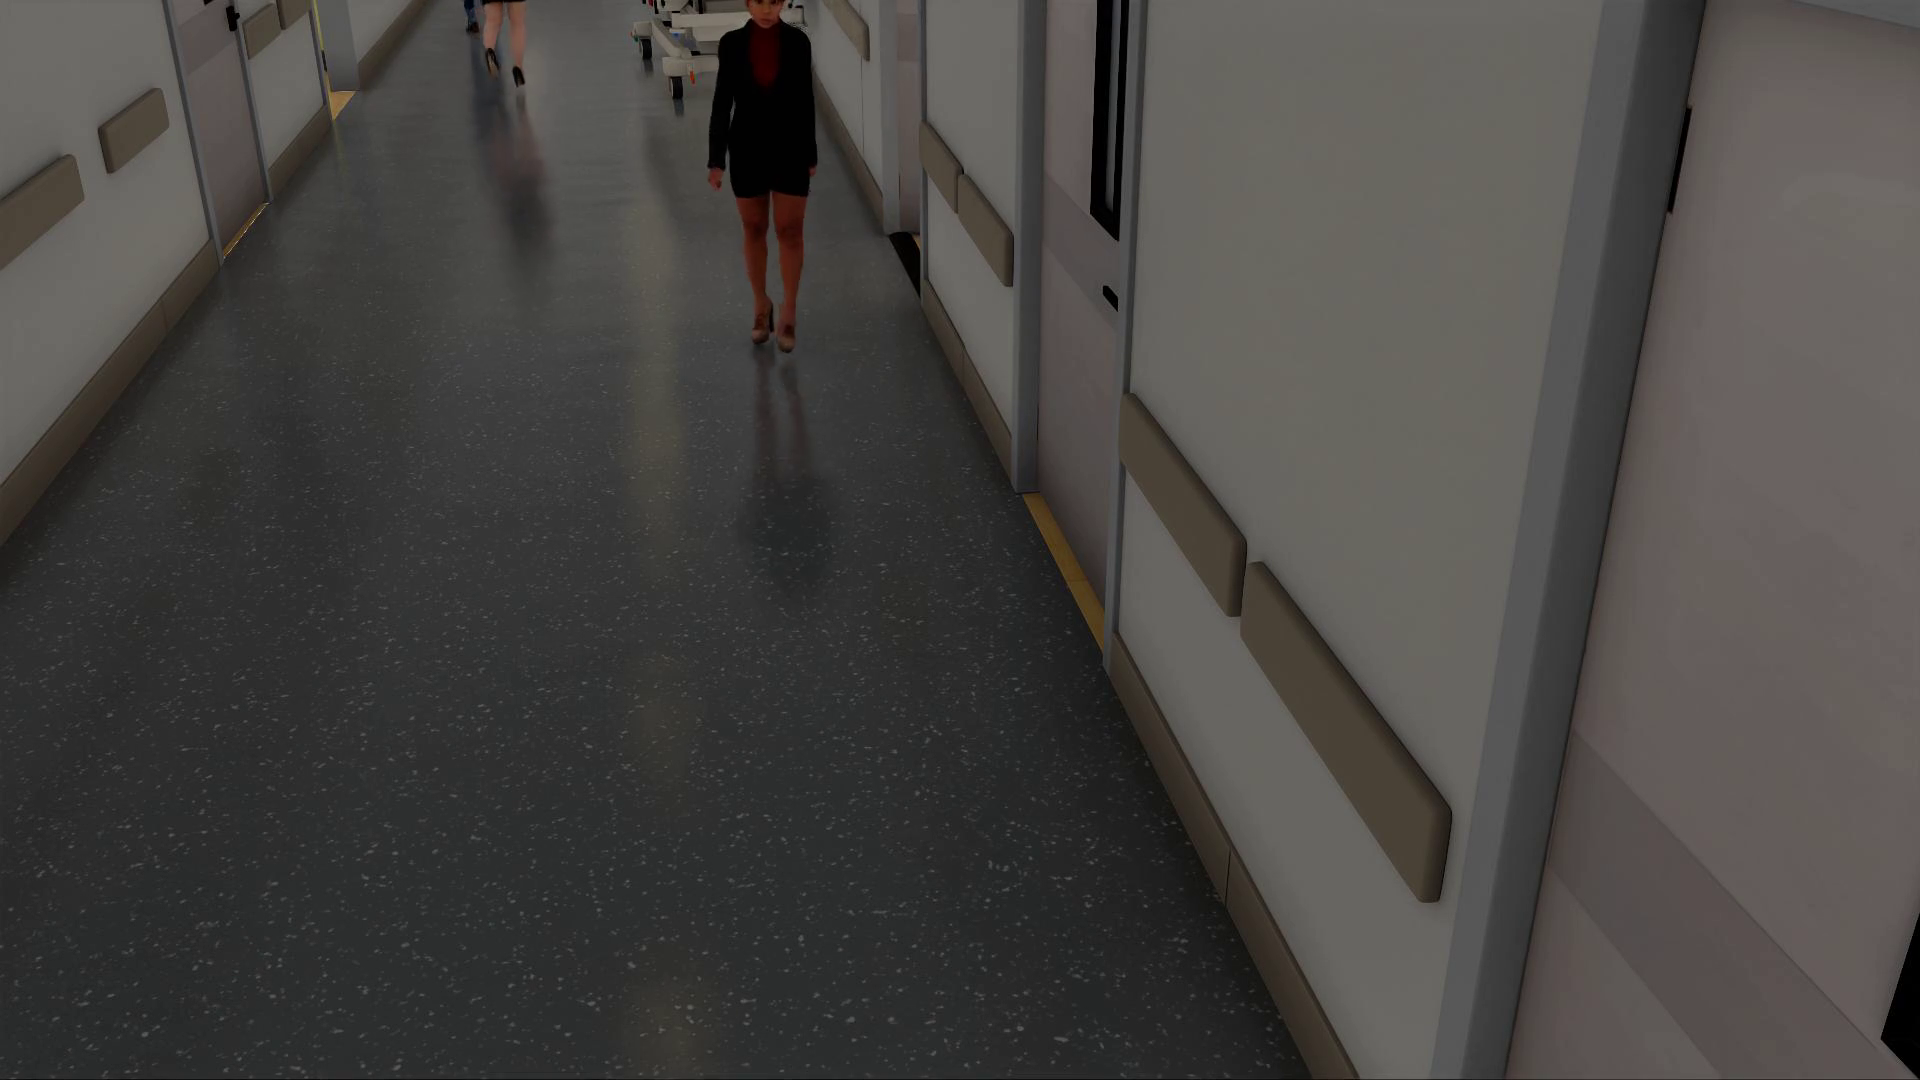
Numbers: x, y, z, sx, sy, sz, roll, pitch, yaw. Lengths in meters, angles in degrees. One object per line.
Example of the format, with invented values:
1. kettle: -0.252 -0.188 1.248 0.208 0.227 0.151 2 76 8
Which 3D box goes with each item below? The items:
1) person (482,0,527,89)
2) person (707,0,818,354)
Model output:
1. person: -3.446 -4.187 12.407 0.933 1.677 0.776 0 26 1
2. person: -0.810 -1.613 7.132 0.612 1.623 0.716 2 26 4
